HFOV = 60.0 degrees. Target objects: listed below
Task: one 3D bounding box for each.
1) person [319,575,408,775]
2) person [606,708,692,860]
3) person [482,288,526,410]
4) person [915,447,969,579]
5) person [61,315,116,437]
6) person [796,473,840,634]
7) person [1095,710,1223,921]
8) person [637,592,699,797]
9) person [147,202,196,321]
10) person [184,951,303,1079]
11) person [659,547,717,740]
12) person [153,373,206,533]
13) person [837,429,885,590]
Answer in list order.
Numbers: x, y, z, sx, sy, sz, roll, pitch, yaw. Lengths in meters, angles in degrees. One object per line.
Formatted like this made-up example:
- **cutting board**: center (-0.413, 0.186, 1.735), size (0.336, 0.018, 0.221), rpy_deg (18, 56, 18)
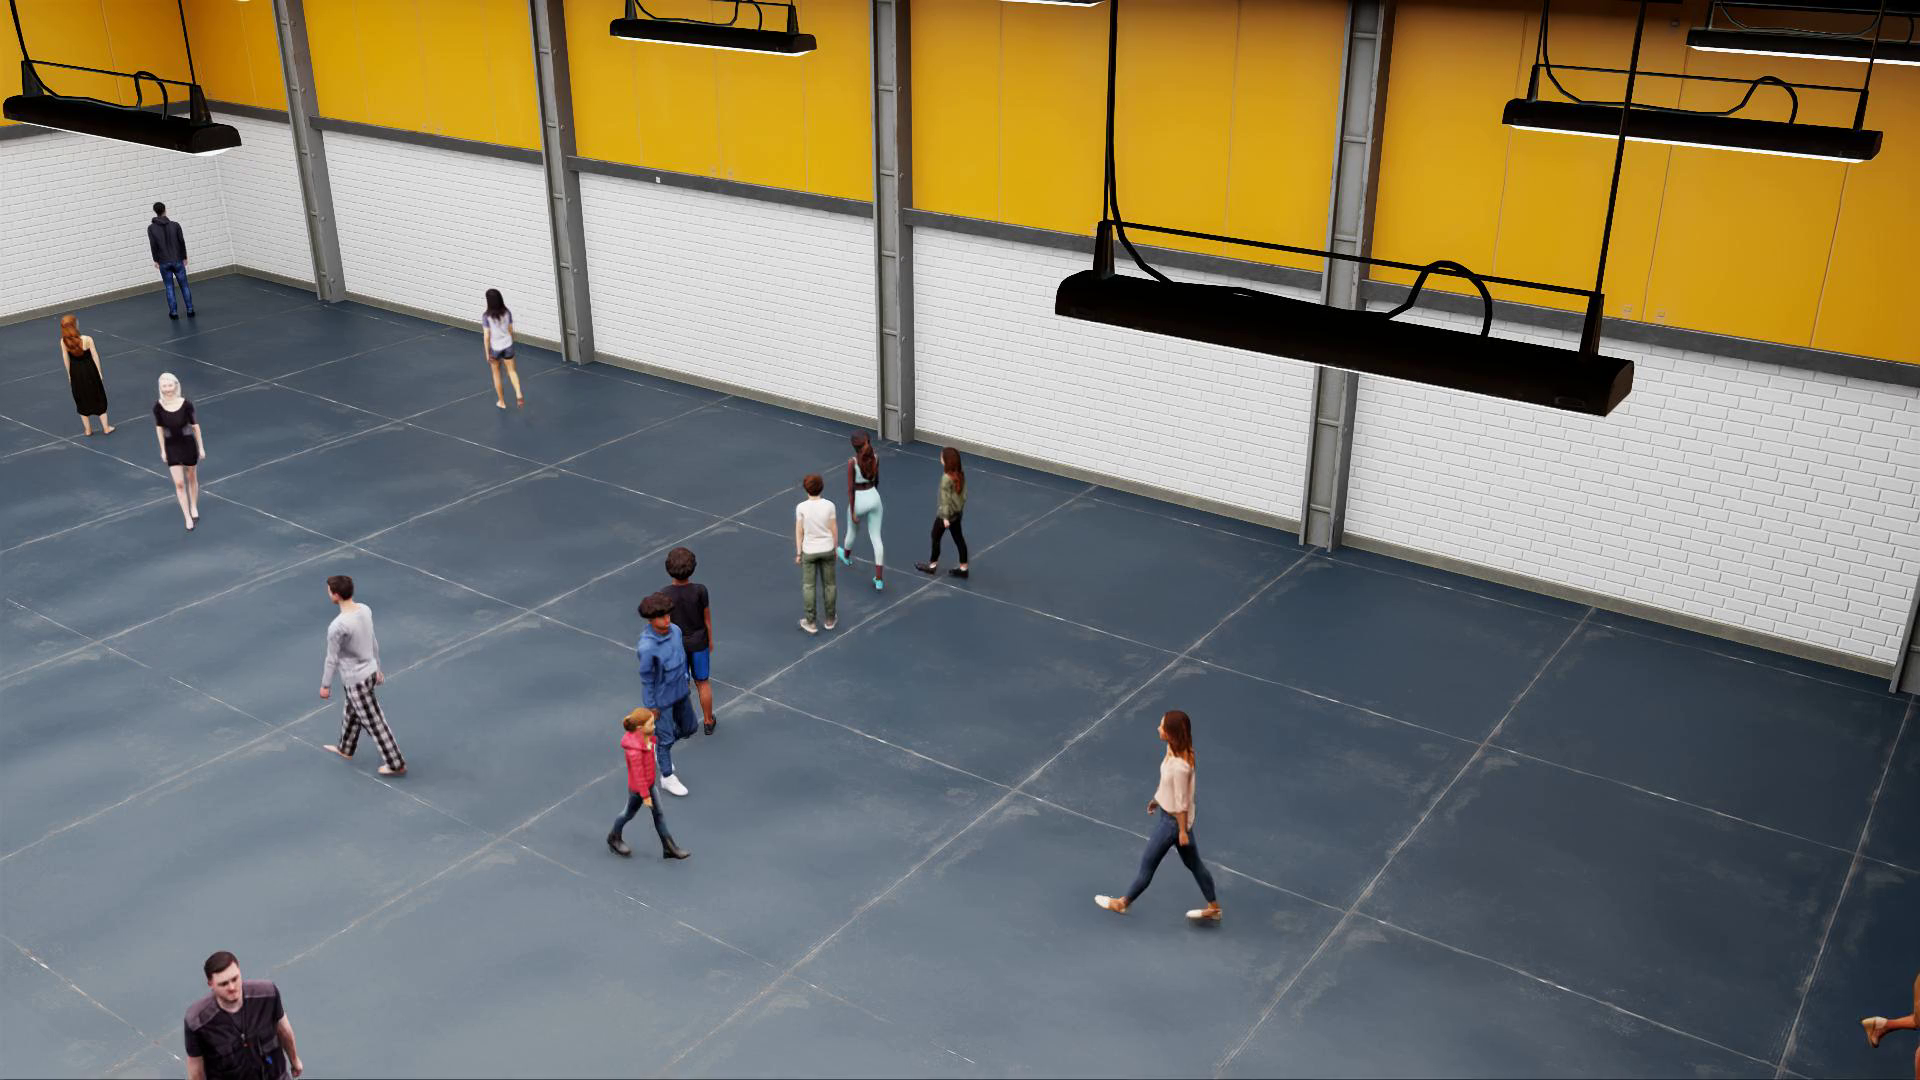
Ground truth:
- **person**: center (-4.960, 1.175, 13.953), size (1.169, 1.813, 0.910), rpy_deg (5, 24, 11)
- **person**: center (-2.543, 1.917, 12.921), size (0.987, 1.279, 0.665), rpy_deg (9, 25, 19)
- **person**: center (-6.212, -2.569, 22.638), size (0.768, 1.717, 0.963), rpy_deg (-17, 29, -33)
- **person**: center (-0.036, -0.269, 17.702), size (0.852, 1.456, 0.687), rpy_deg (11, 26, 24)
- **person**: center (-11.502, -2.167, 21.833), size (0.671, 1.626, 0.723), rpy_deg (-6, 24, -13)
- **person**: center (-1.414, 0.126, 16.551), size (0.698, 1.653, 0.763), rpy_deg (-3, 24, -7)
- **person**: center (1.654, 2.050, 12.053), size (1.245, 1.731, 0.961), rpy_deg (3, 24, 8)
- **person**: center (-2.498, 1.246, 13.807), size (0.735, 1.800, 0.699), rpy_deg (13, 27, 28)
- **person**: center (-12.747, -4.507, 26.856), size (0.753, 1.890, 0.726), rpy_deg (-13, 27, -27)
- **person**: center (-4.101, 3.094, 9.561), size (1.009, 1.814, 1.206), rpy_deg (-15, 28, -30)
- **person**: center (-2.390, 0.900, 14.599), size (0.712, 1.800, 0.763), rpy_deg (-6, 24, -12)
- **person**: center (-8.920, -1.051, 19.053), size (0.886, 1.807, 1.069), rpy_deg (-12, 26, -26)
- **person**: center (-0.951, -0.301, 17.498), size (0.953, 1.677, 1.211), rpy_deg (-11, 26, -24)
